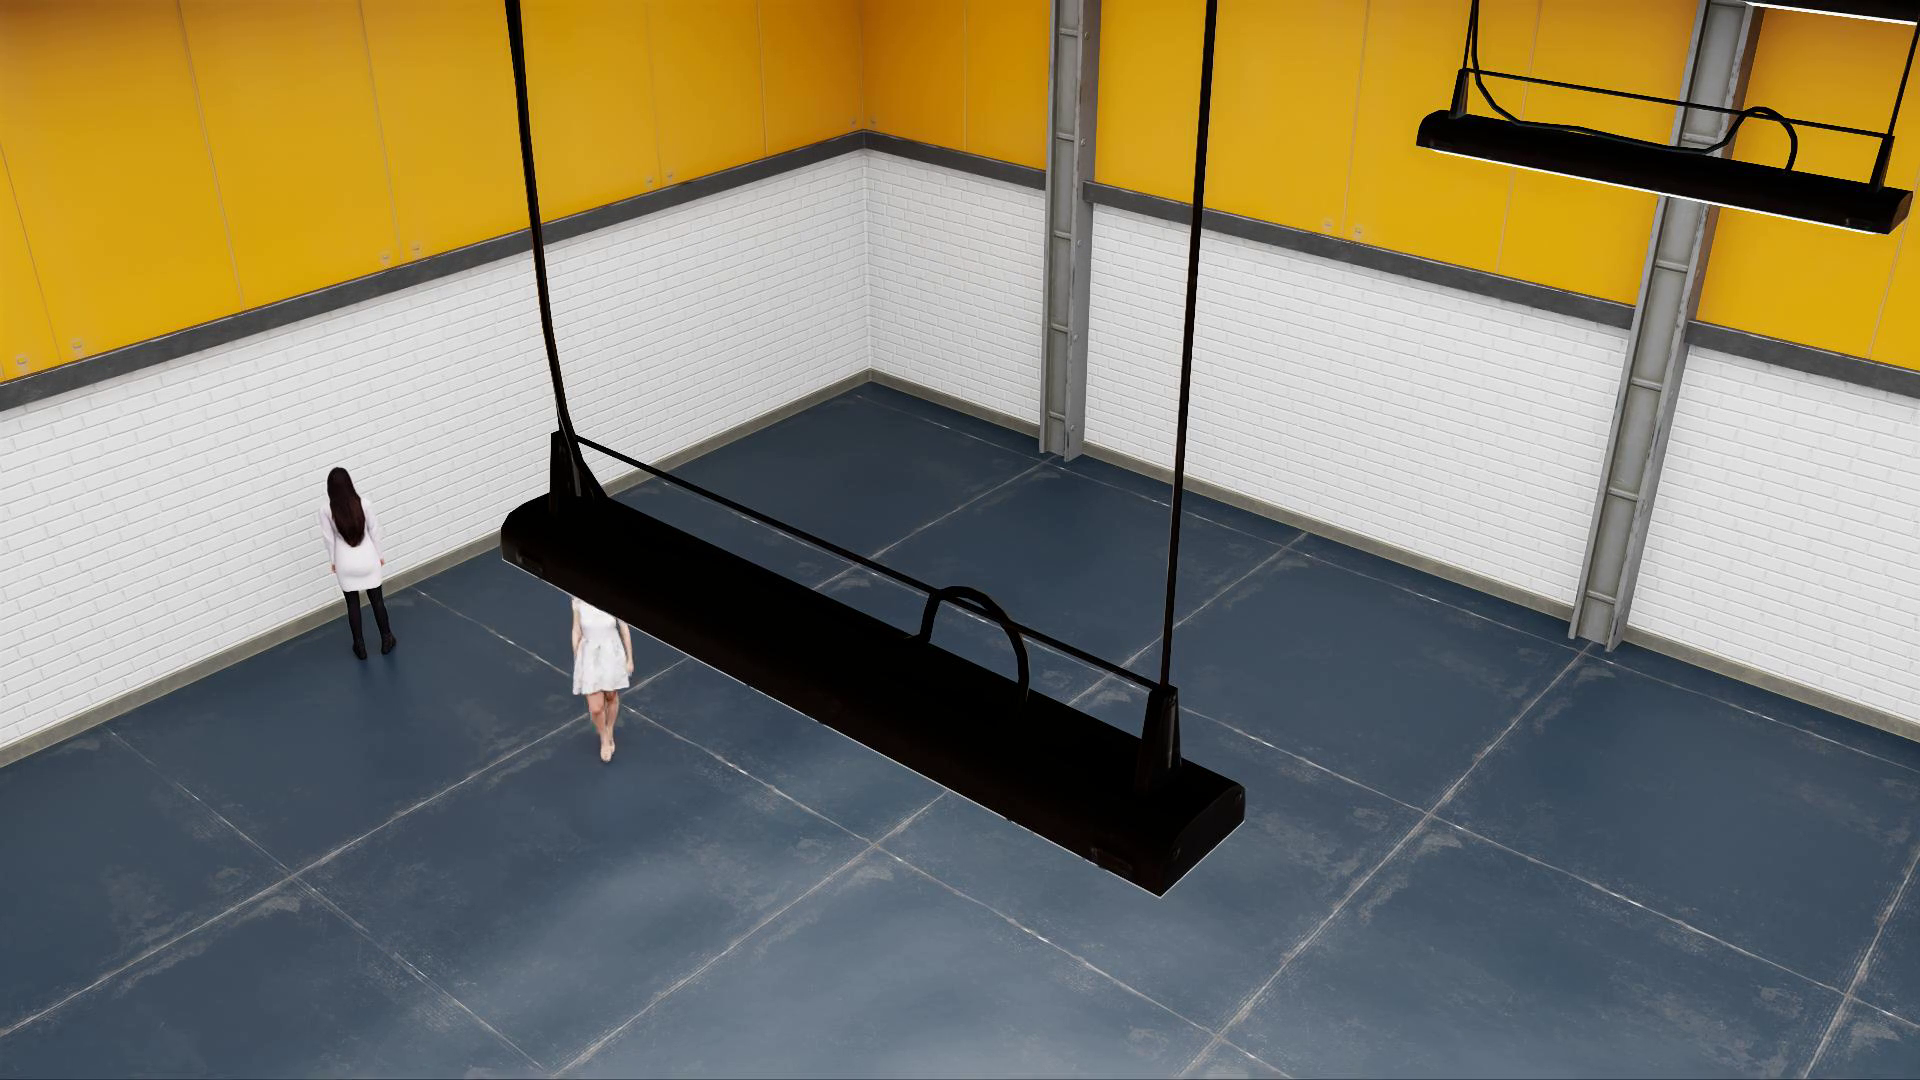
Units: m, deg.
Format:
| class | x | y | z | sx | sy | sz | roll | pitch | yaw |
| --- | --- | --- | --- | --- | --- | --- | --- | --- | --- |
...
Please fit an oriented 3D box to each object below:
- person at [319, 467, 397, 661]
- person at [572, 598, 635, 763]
| class | x | y | z | sx | sy | sz | roll | pitch | yaw |
| --- | --- | --- | --- | --- | --- | --- | --- | --- | --- |
| person | -5.194 | 0.198 | 14.297 | 0.690 | 1.809 | 0.698 | -10 | 30 | -17 |
| person | -2.811 | 0.914 | 13.037 | 0.842 | 1.758 | 0.911 | -7 | 29 | -12 |
